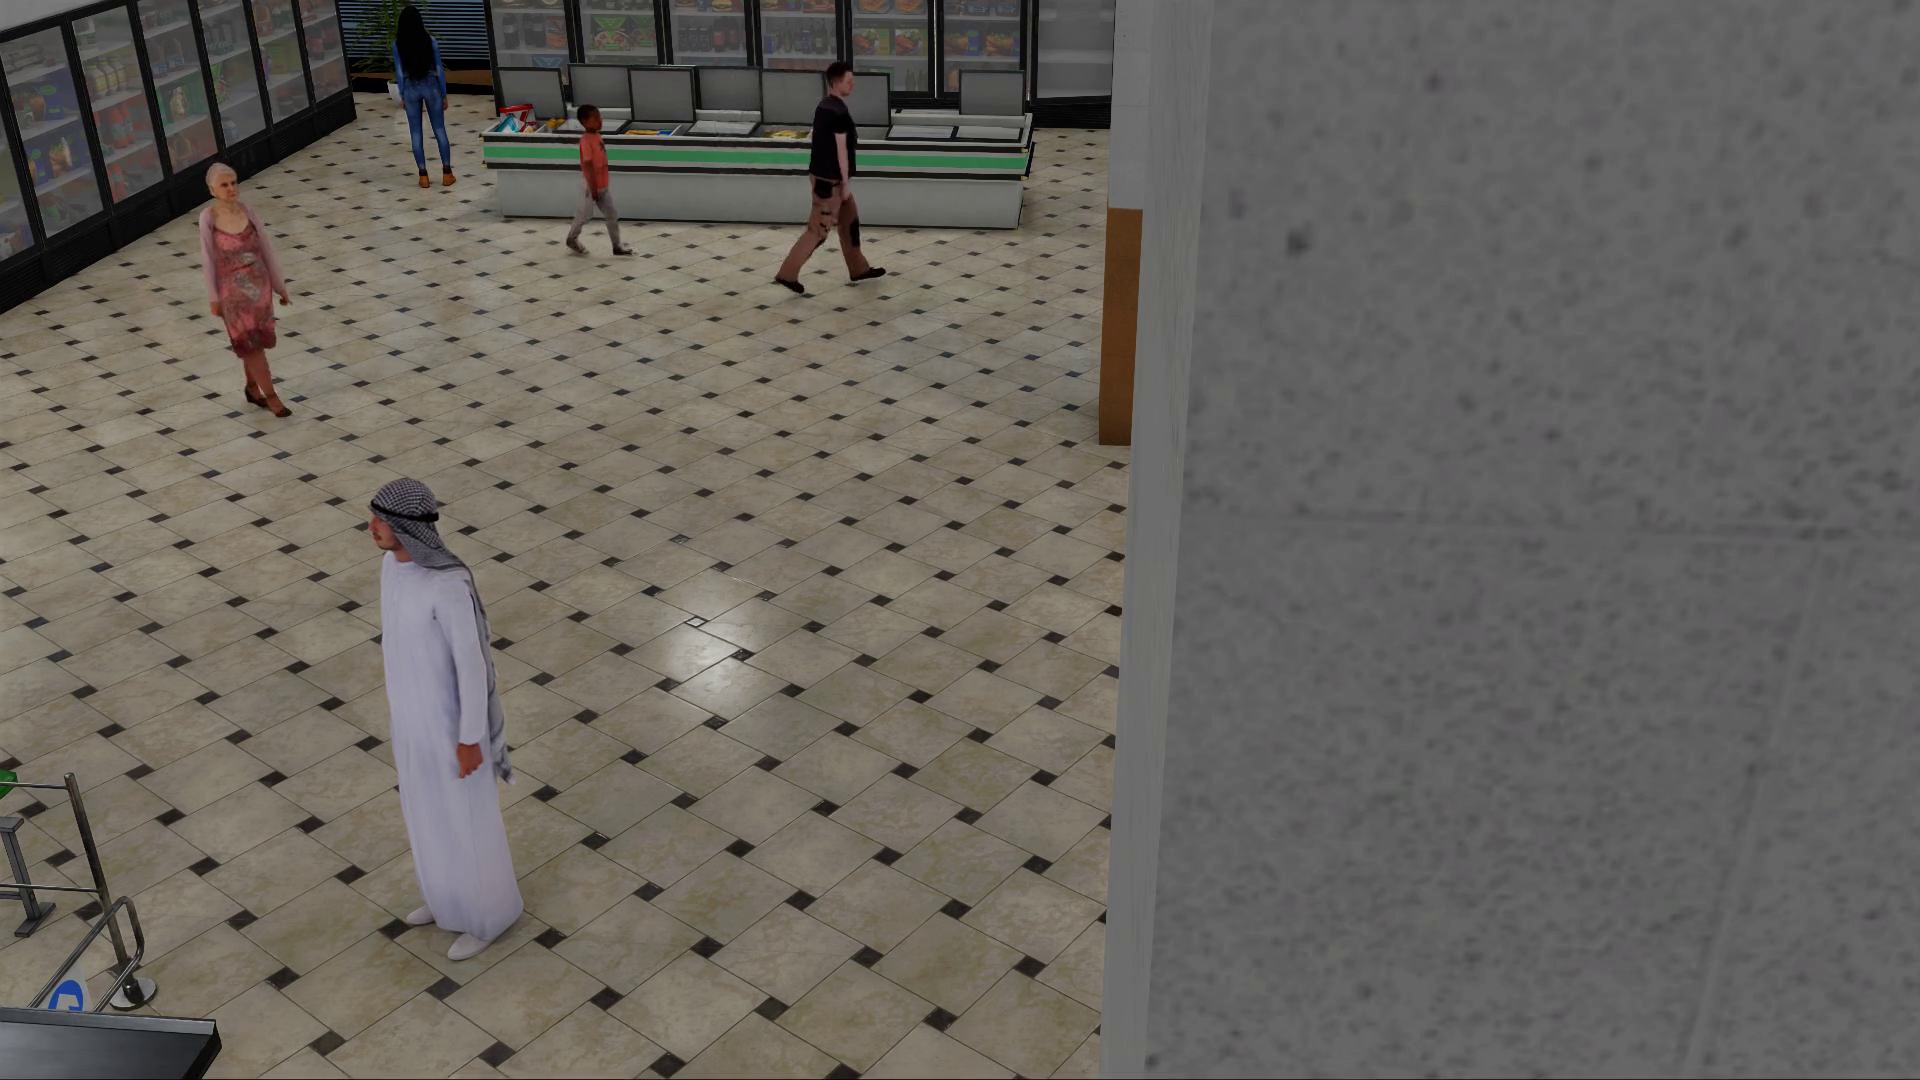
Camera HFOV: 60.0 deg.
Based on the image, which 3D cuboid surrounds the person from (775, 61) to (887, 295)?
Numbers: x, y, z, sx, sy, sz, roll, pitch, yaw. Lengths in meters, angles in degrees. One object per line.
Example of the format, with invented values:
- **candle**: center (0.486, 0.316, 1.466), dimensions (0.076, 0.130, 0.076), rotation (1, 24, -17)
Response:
- **person**: center (-1.125, -2.833, 13.158), dimensions (1.301, 1.799, 1.014), rotation (-9, 28, -18)

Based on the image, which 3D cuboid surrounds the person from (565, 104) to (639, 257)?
- **person**: center (-3.165, -3.027, 14.101), dimensions (0.946, 1.291, 0.647), rotation (10, 28, 18)

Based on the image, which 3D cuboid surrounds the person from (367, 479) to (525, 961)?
- **person**: center (-1.919, 0.655, 6.139), dimensions (0.781, 1.927, 0.861), rotation (23, 35, 38)

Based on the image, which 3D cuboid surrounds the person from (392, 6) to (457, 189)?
- **person**: center (-5.210, -4.295, 16.136), dimensions (0.574, 1.713, 0.723), rotation (-7, 28, -14)

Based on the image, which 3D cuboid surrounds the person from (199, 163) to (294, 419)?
- **person**: center (-4.774, -1.649, 10.967), dimensions (1.007, 1.669, 0.879), rotation (19, 32, 32)
